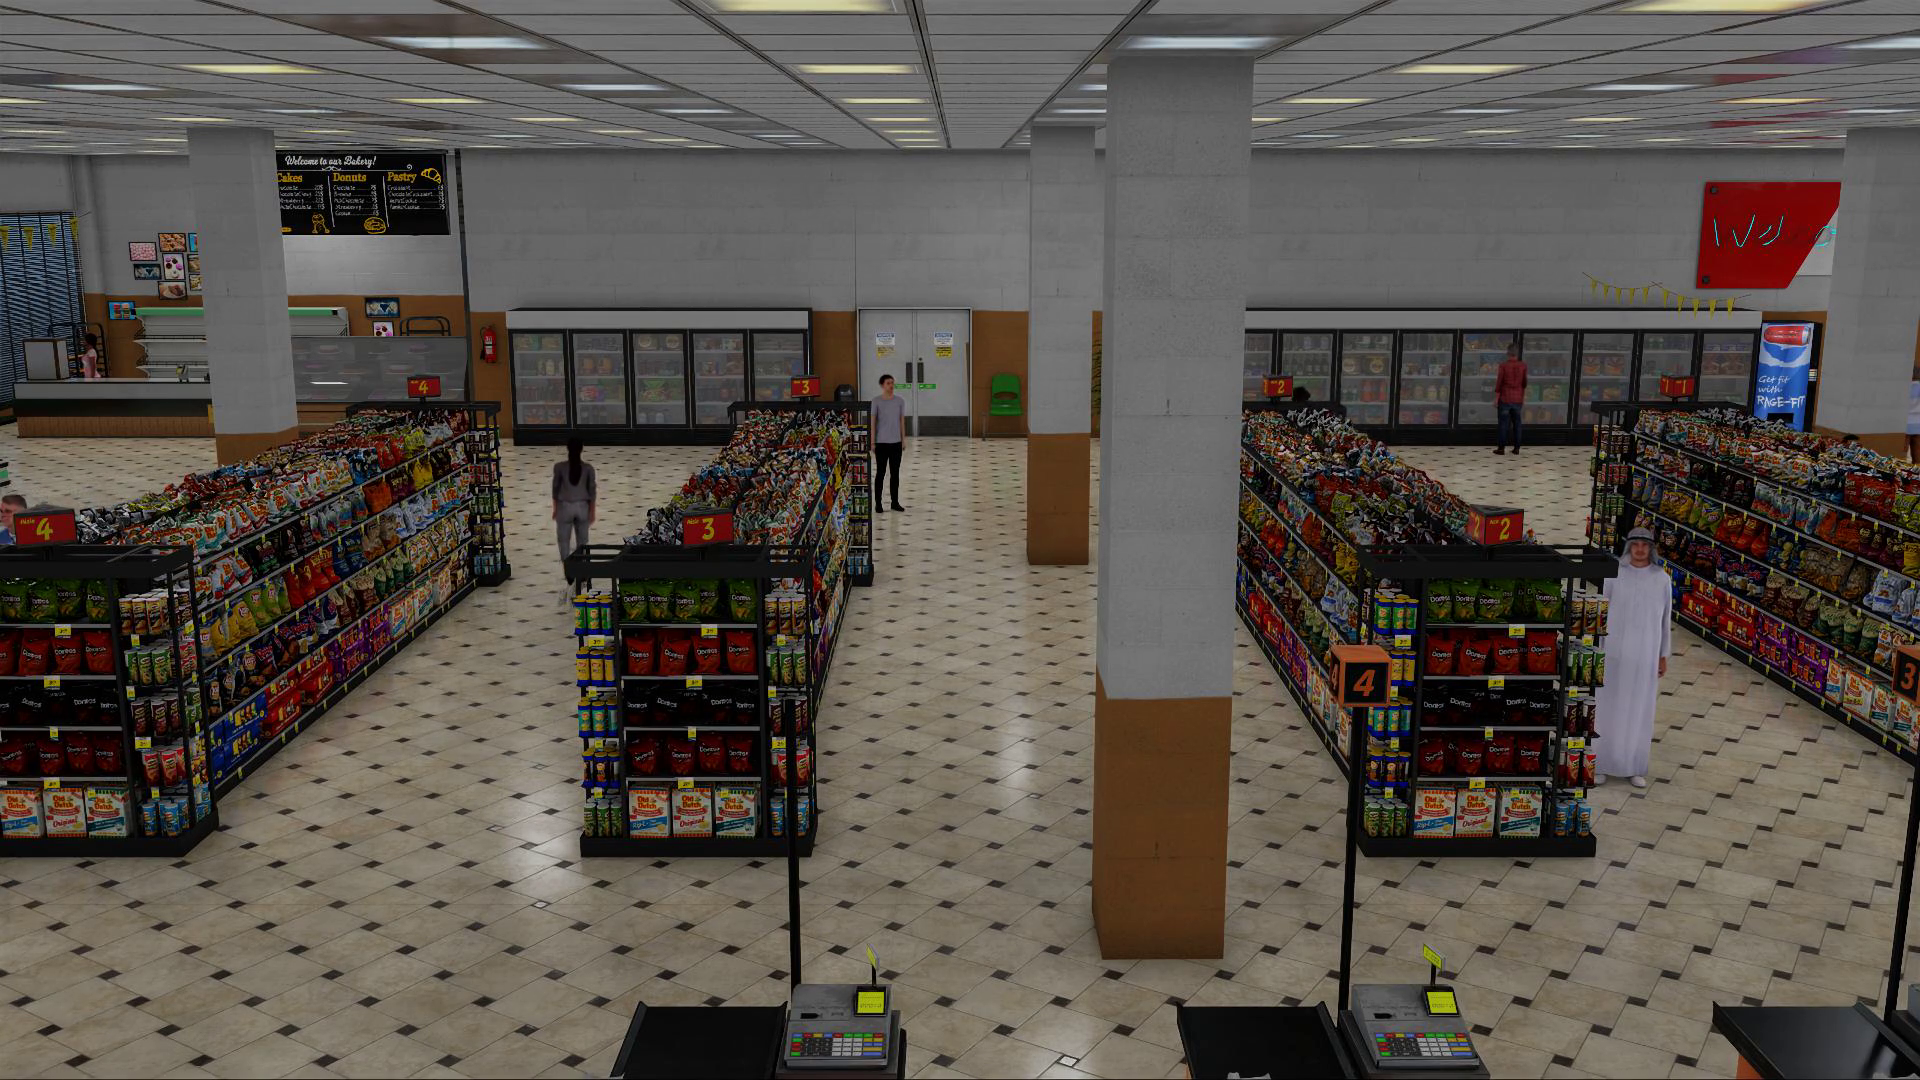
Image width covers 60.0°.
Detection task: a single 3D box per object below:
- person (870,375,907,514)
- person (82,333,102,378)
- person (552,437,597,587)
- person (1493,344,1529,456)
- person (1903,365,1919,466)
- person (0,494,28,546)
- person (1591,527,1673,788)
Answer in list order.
[{"bbox_3d":[-0.983,-1.323,22.656,0.736,1.864,0.693,-5,13,-22],"label":"person"},{"bbox_3d":[-15.937,-2.934,30.606,0.707,1.740,0.575,-5,13,-22],"label":"person"},{"bbox_3d":[-4.235,-0.279,18.187,0.787,1.661,0.980,-3,12,-14],"label":"person"},{"bbox_3d":[9.121,-2.336,27.548,0.701,1.830,0.573,-1,12,-5],"label":"person"},{"bbox_3d":[13.883,-1.645,24.287,0.718,1.822,0.627,-2,12,-9],"label":"person"},{"bbox_3d":[-7.930,0.477,14.257,0.721,1.801,0.692,2,12,10],"label":"person"},{"bbox_3d":[4.923,0.845,12.211,0.742,1.926,0.693,3,12,12],"label":"person"}]
